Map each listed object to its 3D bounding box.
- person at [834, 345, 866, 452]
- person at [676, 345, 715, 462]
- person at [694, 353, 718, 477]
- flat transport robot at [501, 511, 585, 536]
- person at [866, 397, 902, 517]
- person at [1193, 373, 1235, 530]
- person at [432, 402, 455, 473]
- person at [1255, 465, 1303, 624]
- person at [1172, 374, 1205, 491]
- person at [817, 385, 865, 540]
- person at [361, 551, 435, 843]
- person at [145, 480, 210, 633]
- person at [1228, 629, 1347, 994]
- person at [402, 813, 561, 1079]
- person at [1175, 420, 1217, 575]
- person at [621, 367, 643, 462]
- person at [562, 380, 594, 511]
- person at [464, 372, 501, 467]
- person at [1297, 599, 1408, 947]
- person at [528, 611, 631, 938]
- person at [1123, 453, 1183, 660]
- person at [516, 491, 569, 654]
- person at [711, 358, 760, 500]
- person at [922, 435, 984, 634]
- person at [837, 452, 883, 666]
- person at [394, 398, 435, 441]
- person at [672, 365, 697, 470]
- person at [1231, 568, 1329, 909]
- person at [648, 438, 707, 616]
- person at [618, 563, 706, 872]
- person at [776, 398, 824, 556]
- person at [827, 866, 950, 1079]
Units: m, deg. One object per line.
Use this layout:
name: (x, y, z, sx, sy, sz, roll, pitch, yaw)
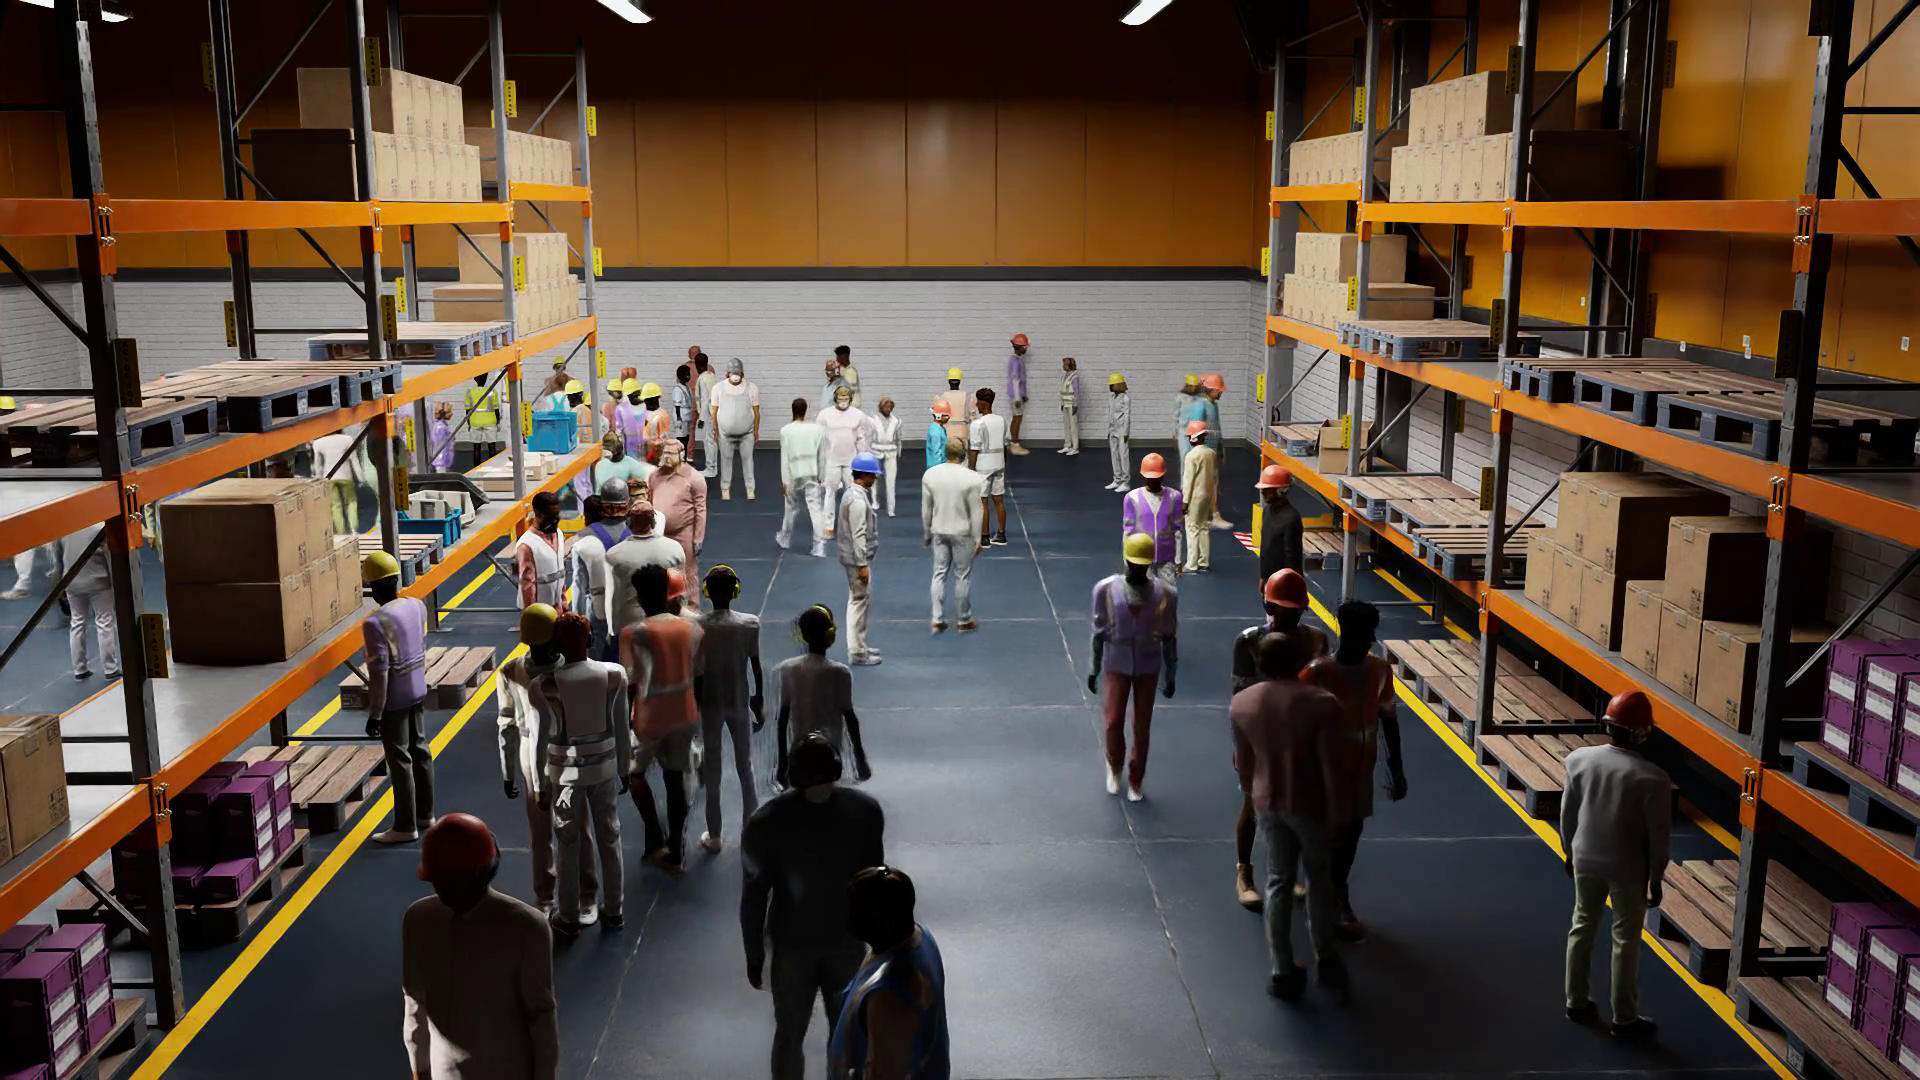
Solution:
person: (-1.762, -2.166, 26.786, 0.476, 1.942, 0.709, -2, 11, -11)
person: (-4.286, -2.212, 27.075, 0.644, 1.903, 0.399, -1, 11, -7)
person: (-3.893, -1.920, 25.581, 0.390, 1.914, 0.587, 1, 11, 4)
flat transport robot: (-5.262, -0.222, 21.202, 1.431, 0.197, 0.652, -1, 11, -5)
person: (-1.040, -1.153, 22.525, 0.514, 1.596, 0.851, -2, 11, -10)
person: (3.314, -1.131, 21.351, 0.772, 2.016, 0.628, 6, 13, 26)
person: (-6.690, -0.976, 21.567, 0.314, 1.624, 0.529, -4, 12, -20)
person: (2.676, 0.344, 14.081, 0.429, 1.981, 0.634, -3, 12, -13)
person: (3.371, -1.547, 24.160, 0.512, 1.718, 0.621, -2, 11, -9)
person: (-1.474, -0.973, 20.781, 0.627, 1.934, 0.370, -3, 12, -17)
person: (-3.677, 1.020, 10.820, 0.383, 1.921, 0.585, 3, 12, 15)
person: (-7.593, -0.118, 16.217, 0.614, 2.042, 0.373, -7, 13, -30)
person: (1.764, 1.426, 8.881, 0.706, 1.877, 0.676, 6, 13, 28)
person: (-1.755, 1.935, 6.077, 0.620, 1.986, 0.408, 3, 12, 14)
person: (2.666, -0.484, 18.823, 0.354, 1.740, 0.575, 9, 14, 37)
person: (-4.658, -1.522, 23.665, 0.354, 1.883, 0.575, -1, 11, -7)
person: (-4.927, -1.111, 21.540, 0.397, 1.912, 0.592, 1, 11, 4)
person: (-7.253, -1.758, 25.316, 0.540, 1.696, 0.316, -1, 11, -5)
person: (2.222, 1.302, 9.375, 0.618, 1.941, 0.643, -5, 12, -25)
person: (-2.139, 1.324, 9.408, 0.575, 1.880, 0.358, -6, 13, -26)
person: (1.759, 0.153, 15.172, 0.549, 1.924, 0.387, 0, 11, 0)
person: (-3.303, 0.550, 13.216, 0.405, 1.909, 0.597, 3, 12, 13)
person: (-3.172, -1.577, 23.538, 0.680, 2.000, 0.535, -1, 11, -7)
person: (-0.063, -0.051, 16.153, 0.635, 1.938, 0.360, 5, 12, 24)
person: (-0.903, 0.166, 15.067, 0.423, 1.933, 0.617, -1, 11, -6)
person: (-7.500, -1.344, 22.762, 0.615, 1.902, 1.012, -2, 12, -12)
person: (-4.322, -1.889, 25.990, 0.317, 1.691, 0.535, 2, 11, 10)
person: (1.891, 1.162, 9.799, 0.609, 2.043, 0.397, -3, 12, -15)
person: (-2.775, -0.037, 16.148, 0.642, 1.913, 0.408, 4, 12, 18)
person: (-1.874, 1.107, 10.341, 0.644, 1.935, 0.475, -9, 15, -39)
person: (-1.900, -0.766, 19.943, 0.603, 1.854, 1.033, -6, 13, -29)
person: (-0.252, 2.040, 5.943, 0.431, 1.836, 0.619, 1, 11, 4)
